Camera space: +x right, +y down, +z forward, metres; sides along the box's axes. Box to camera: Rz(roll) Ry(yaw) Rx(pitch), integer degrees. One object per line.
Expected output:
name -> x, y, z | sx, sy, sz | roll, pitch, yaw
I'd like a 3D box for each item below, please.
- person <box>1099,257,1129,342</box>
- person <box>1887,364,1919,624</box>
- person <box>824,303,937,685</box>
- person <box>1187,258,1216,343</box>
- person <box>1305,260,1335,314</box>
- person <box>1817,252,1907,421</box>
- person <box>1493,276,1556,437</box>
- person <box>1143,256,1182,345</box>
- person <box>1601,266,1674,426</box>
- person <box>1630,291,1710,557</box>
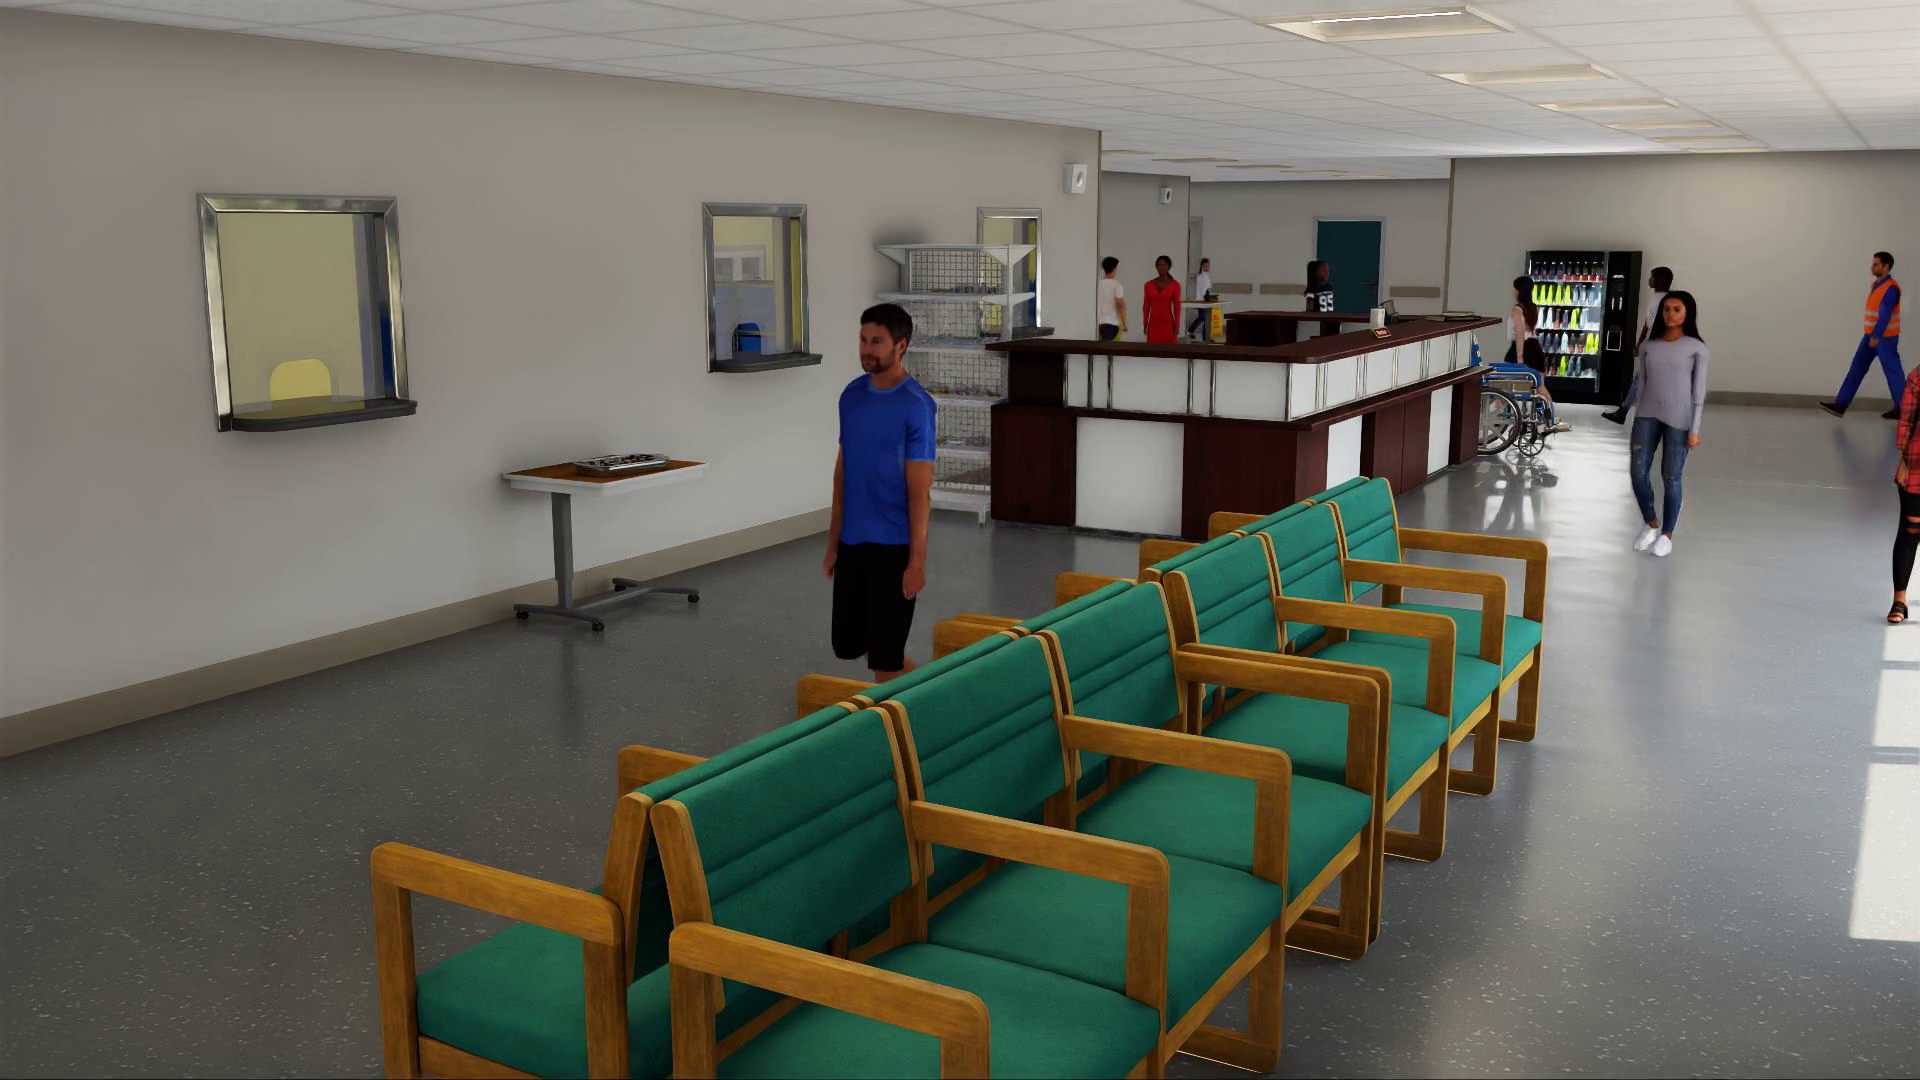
person -> 1.916, -2.895, 22.172 | 0.951, 1.684, 1.101 | -9, 14, -39
person -> 5.293, -0.382, 8.966 | 0.507, 1.702, 0.681 | 5, 12, 25
person -> -0.262, 0.020, 6.443 | 0.992, 1.852, 0.842 | 10, 14, 41
person -> 4.364, -4.344, 30.266 | 0.810, 1.546, 0.675 | 10, 15, 43
person -> 4.280, -2.502, 20.095 | 0.747, 1.719, 0.795 | -9, 14, -38
person -> 10.149, -2.184, 18.160 | 1.295, 1.815, 1.070 | 0, 11, 2
person -> 5.736, -1.794, 16.696 | 0.860, 1.595, 1.160 | -8, 13, -36
person -> 2.449, -2.537, 20.093 | 0.611, 1.787, 0.741 | 3, 11, 18
person -> 7.458, -1.998, 17.571 | 1.246, 1.669, 0.875 | 2, 11, 11
person -> 4.669, -0.759, 10.904 | 0.601, 1.720, 0.742 | 10, 15, 42
